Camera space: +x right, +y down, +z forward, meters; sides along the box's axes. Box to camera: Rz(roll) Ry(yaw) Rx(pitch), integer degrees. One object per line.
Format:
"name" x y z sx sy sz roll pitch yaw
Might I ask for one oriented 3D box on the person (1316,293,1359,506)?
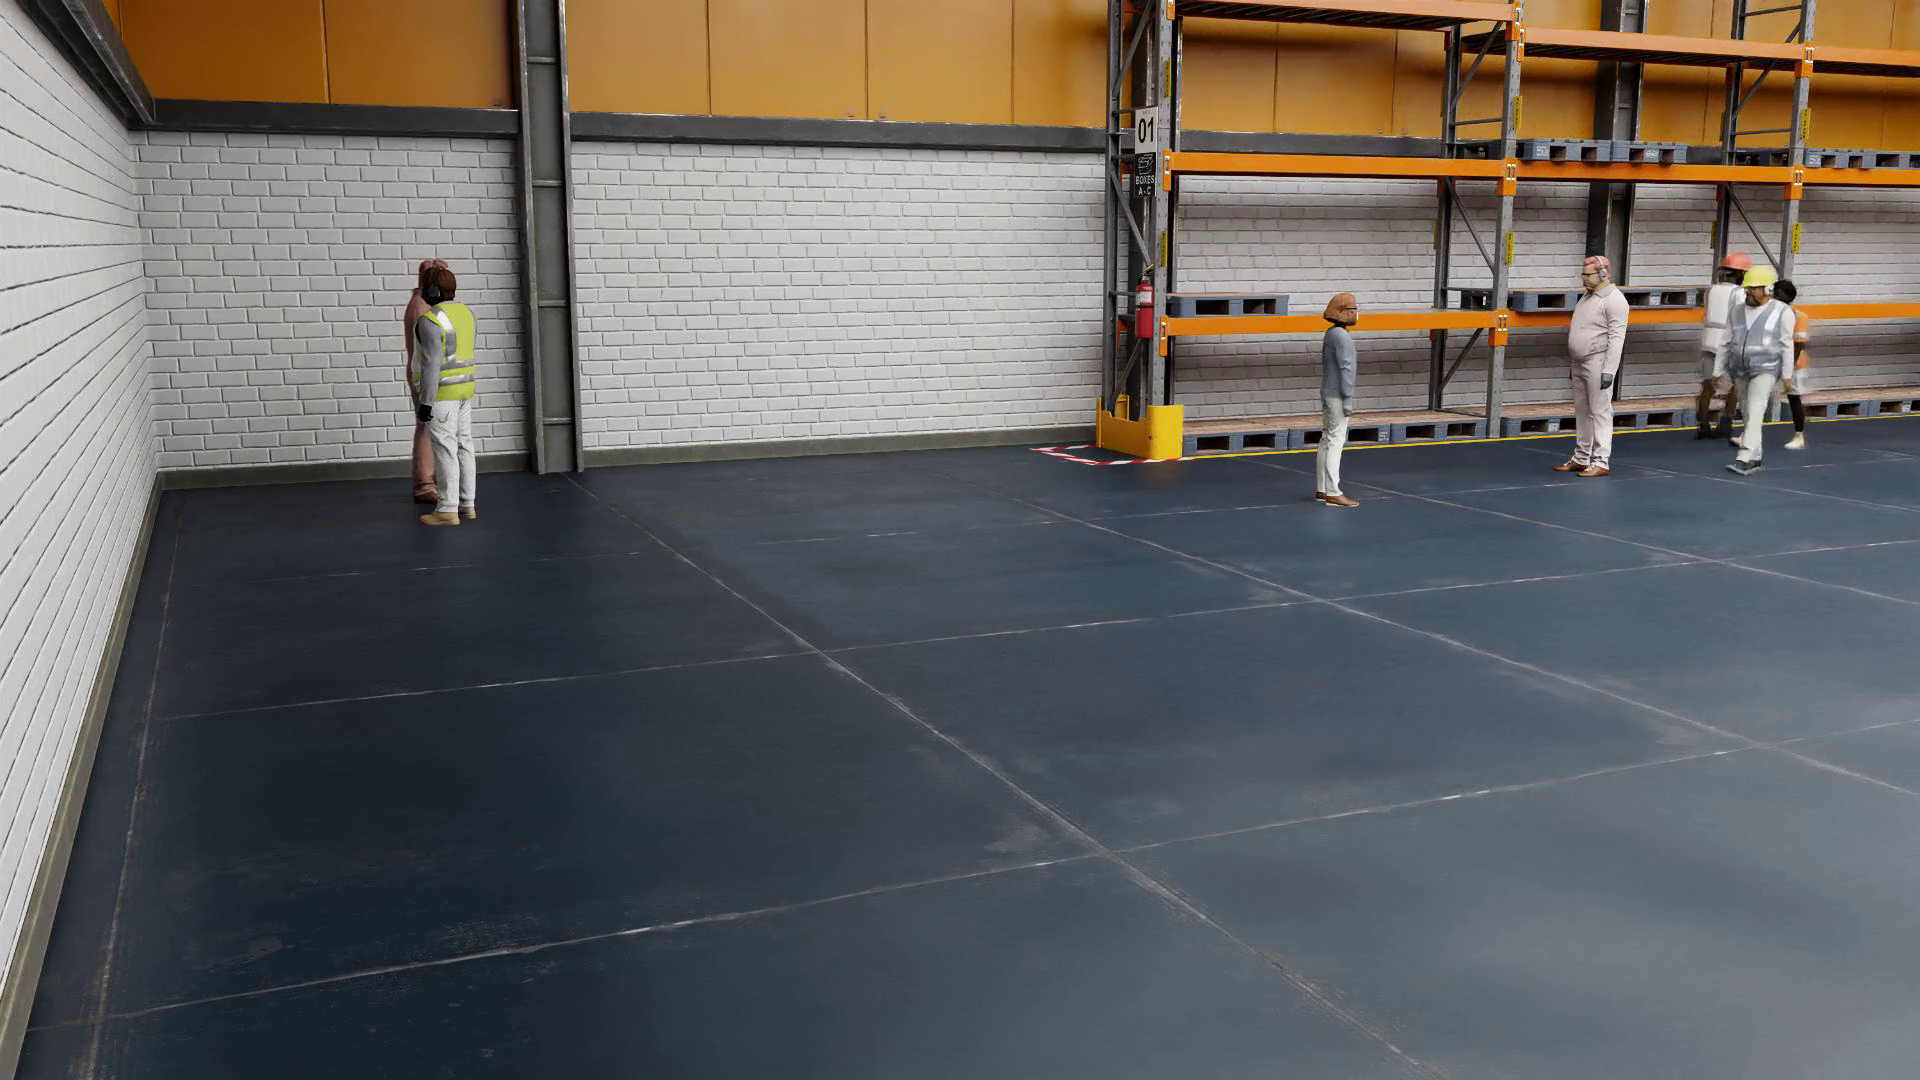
"person" 2.922 -1.083 12.827 0.279 1.634 0.499 0 10 -3

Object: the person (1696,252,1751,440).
"person" 7.801 -1.961 16.960 0.564 1.912 0.569 -5 12 -28

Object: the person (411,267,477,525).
"person" -3.710 -1.031 11.956 0.429 1.846 0.627 2 10 11

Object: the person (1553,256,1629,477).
"person" 5.460 -1.496 14.388 0.407 1.902 0.638 -2 10 -9

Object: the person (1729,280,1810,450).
"person" 7.921 -1.681 16.103 0.858 1.643 0.541 -5 11 -26

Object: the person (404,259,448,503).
"person" -4.113 -1.232 12.966 0.413 1.893 0.655 -3 11 -18

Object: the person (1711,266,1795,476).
"person" 6.820 -1.461 14.457 0.824 1.798 0.629 -6 12 -32
